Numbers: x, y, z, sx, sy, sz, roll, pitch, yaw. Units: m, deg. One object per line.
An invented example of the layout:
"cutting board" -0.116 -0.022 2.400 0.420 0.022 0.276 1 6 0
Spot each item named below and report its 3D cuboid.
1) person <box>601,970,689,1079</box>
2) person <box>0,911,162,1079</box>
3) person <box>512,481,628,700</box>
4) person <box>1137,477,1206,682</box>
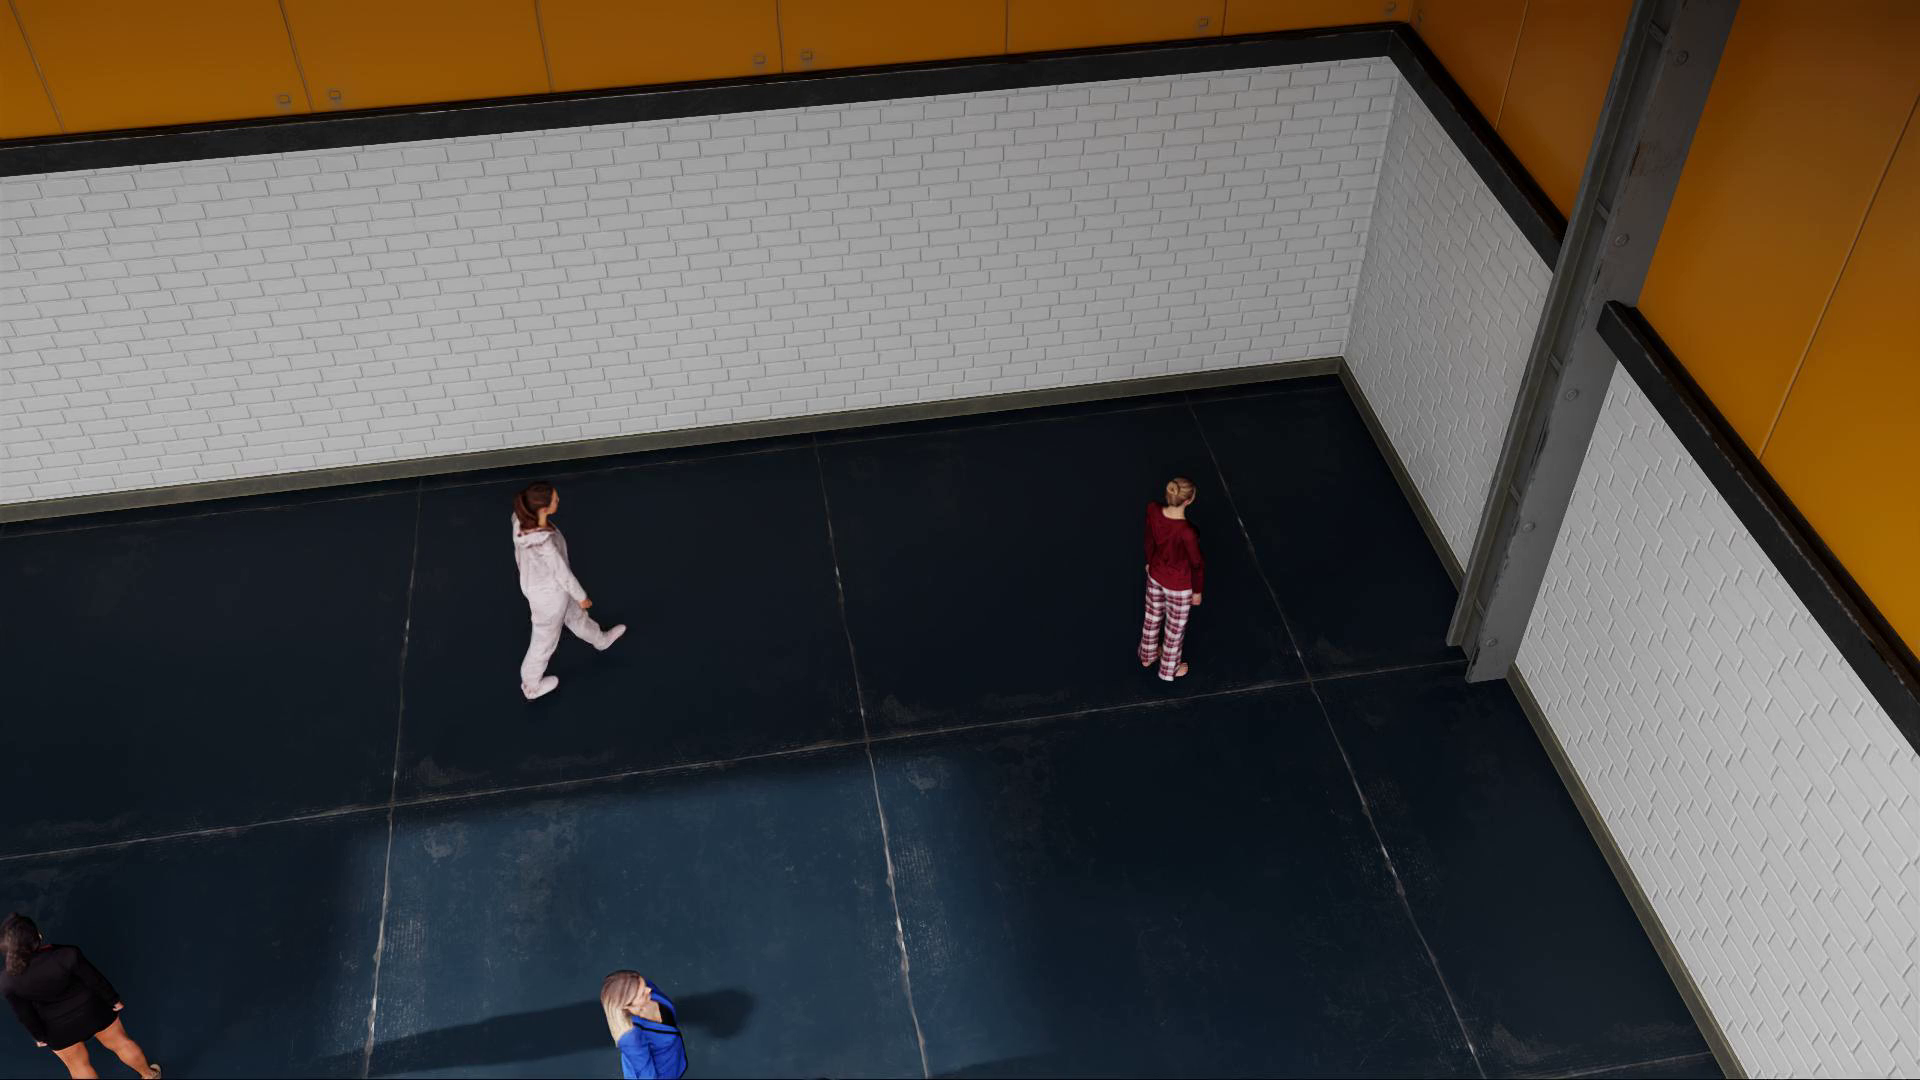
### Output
"person" -1.533 2.608 8.179 0.691 1.701 0.502 -10 45 -10
"person" -4.488 2.411 8.430 0.683 1.640 0.727 -25 49 -24
"person" -2.704 0.363 10.578 0.991 1.643 1.091 -26 50 -25
"person" 1.359 0.229 10.678 0.742 1.698 0.626 -32 52 -29
